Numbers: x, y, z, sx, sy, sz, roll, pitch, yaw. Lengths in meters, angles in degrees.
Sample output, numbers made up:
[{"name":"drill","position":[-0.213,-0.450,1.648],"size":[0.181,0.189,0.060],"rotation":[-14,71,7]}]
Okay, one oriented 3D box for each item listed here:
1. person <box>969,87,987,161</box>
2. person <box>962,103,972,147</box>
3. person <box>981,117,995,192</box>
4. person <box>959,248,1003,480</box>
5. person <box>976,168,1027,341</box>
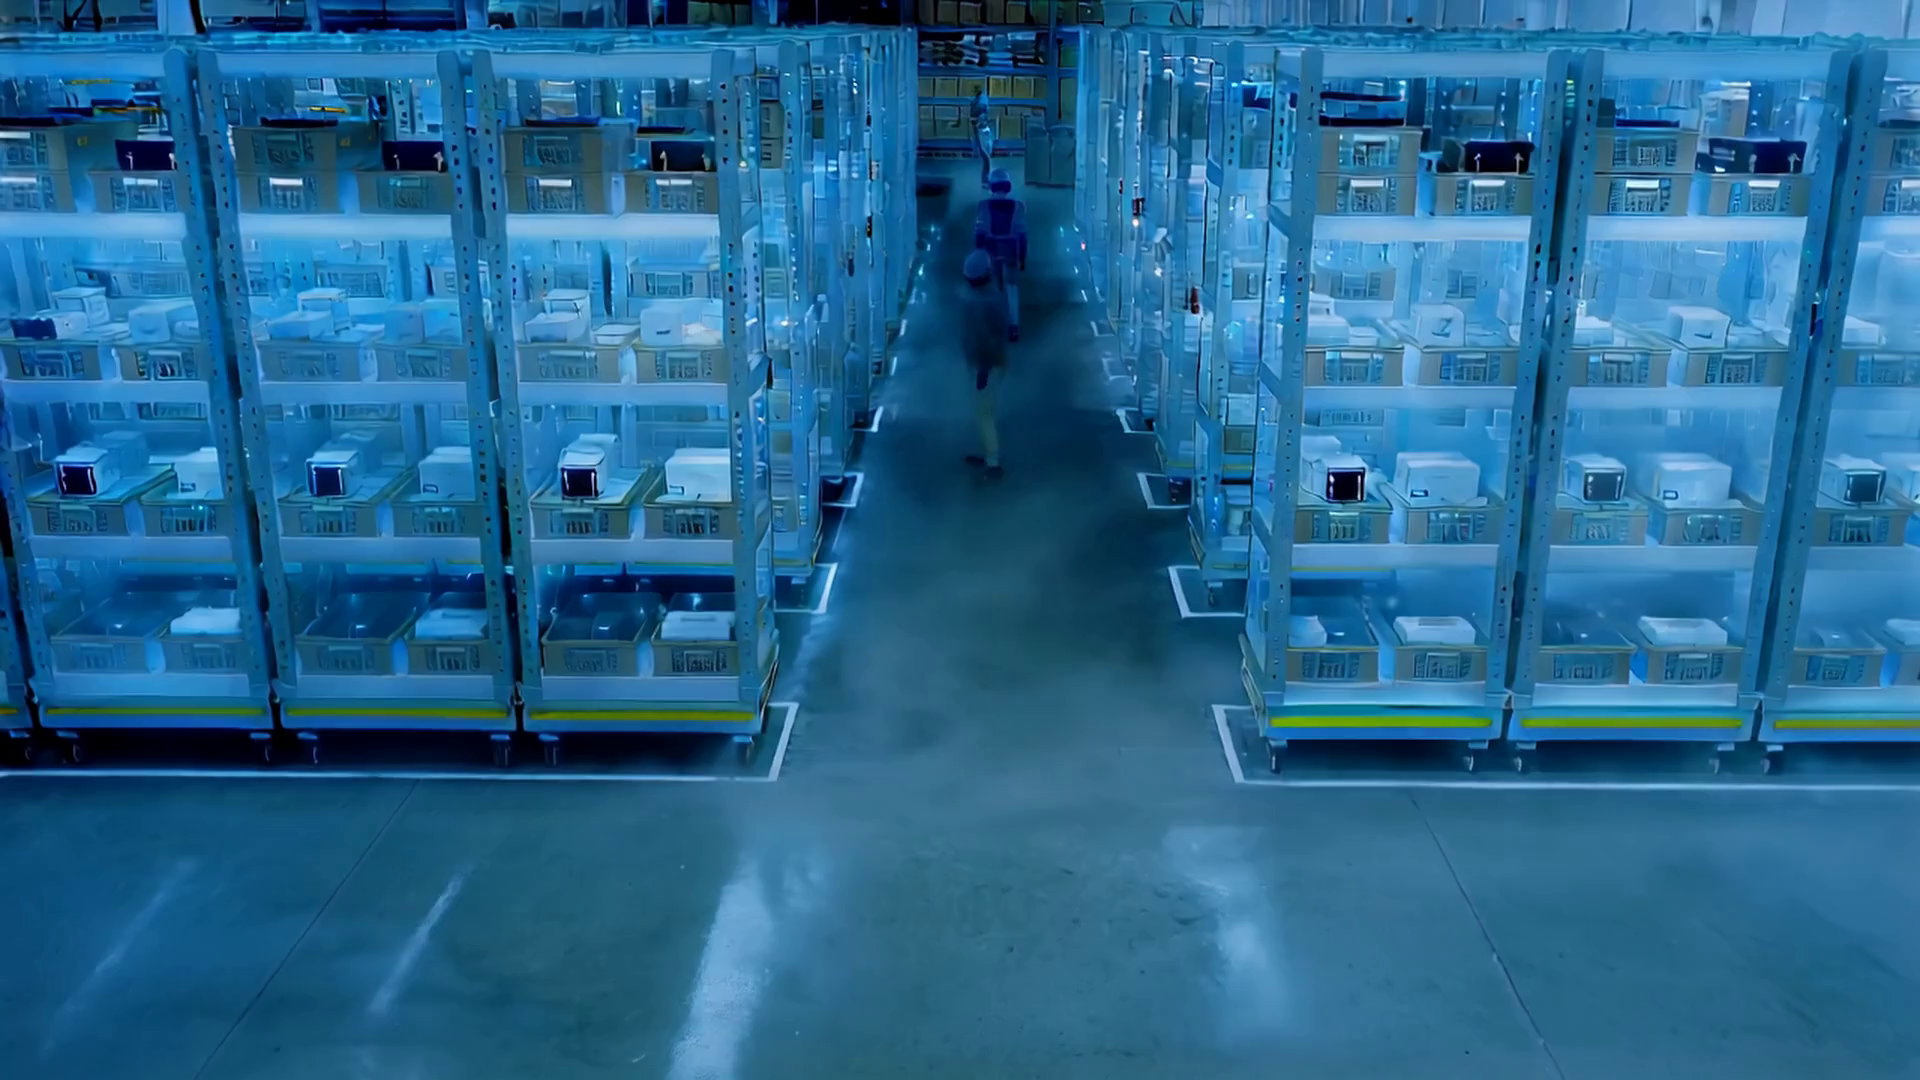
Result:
[{"name":"person","position":[0.491,-11.250,45.026],"size":[0.406,1.947,0.607],"rotation":[-12,21,-34]},{"name":"person","position":[0.211,-12.752,50.023],"size":[0.613,1.814,0.618],"rotation":[-5,18,-15]},{"name":"person","position":[0.629,-8.590,37.060],"size":[0.310,1.636,0.523],"rotation":[0,17,-1]},{"name":"person","position":[0.145,-1.507,13.994],"size":[0.391,1.951,0.769],"rotation":[-4,18,-14]},{"name":"person","position":[0.489,-3.398,19.847],"size":[0.614,2.039,0.387],"rotation":[-1,17,-2]}]
